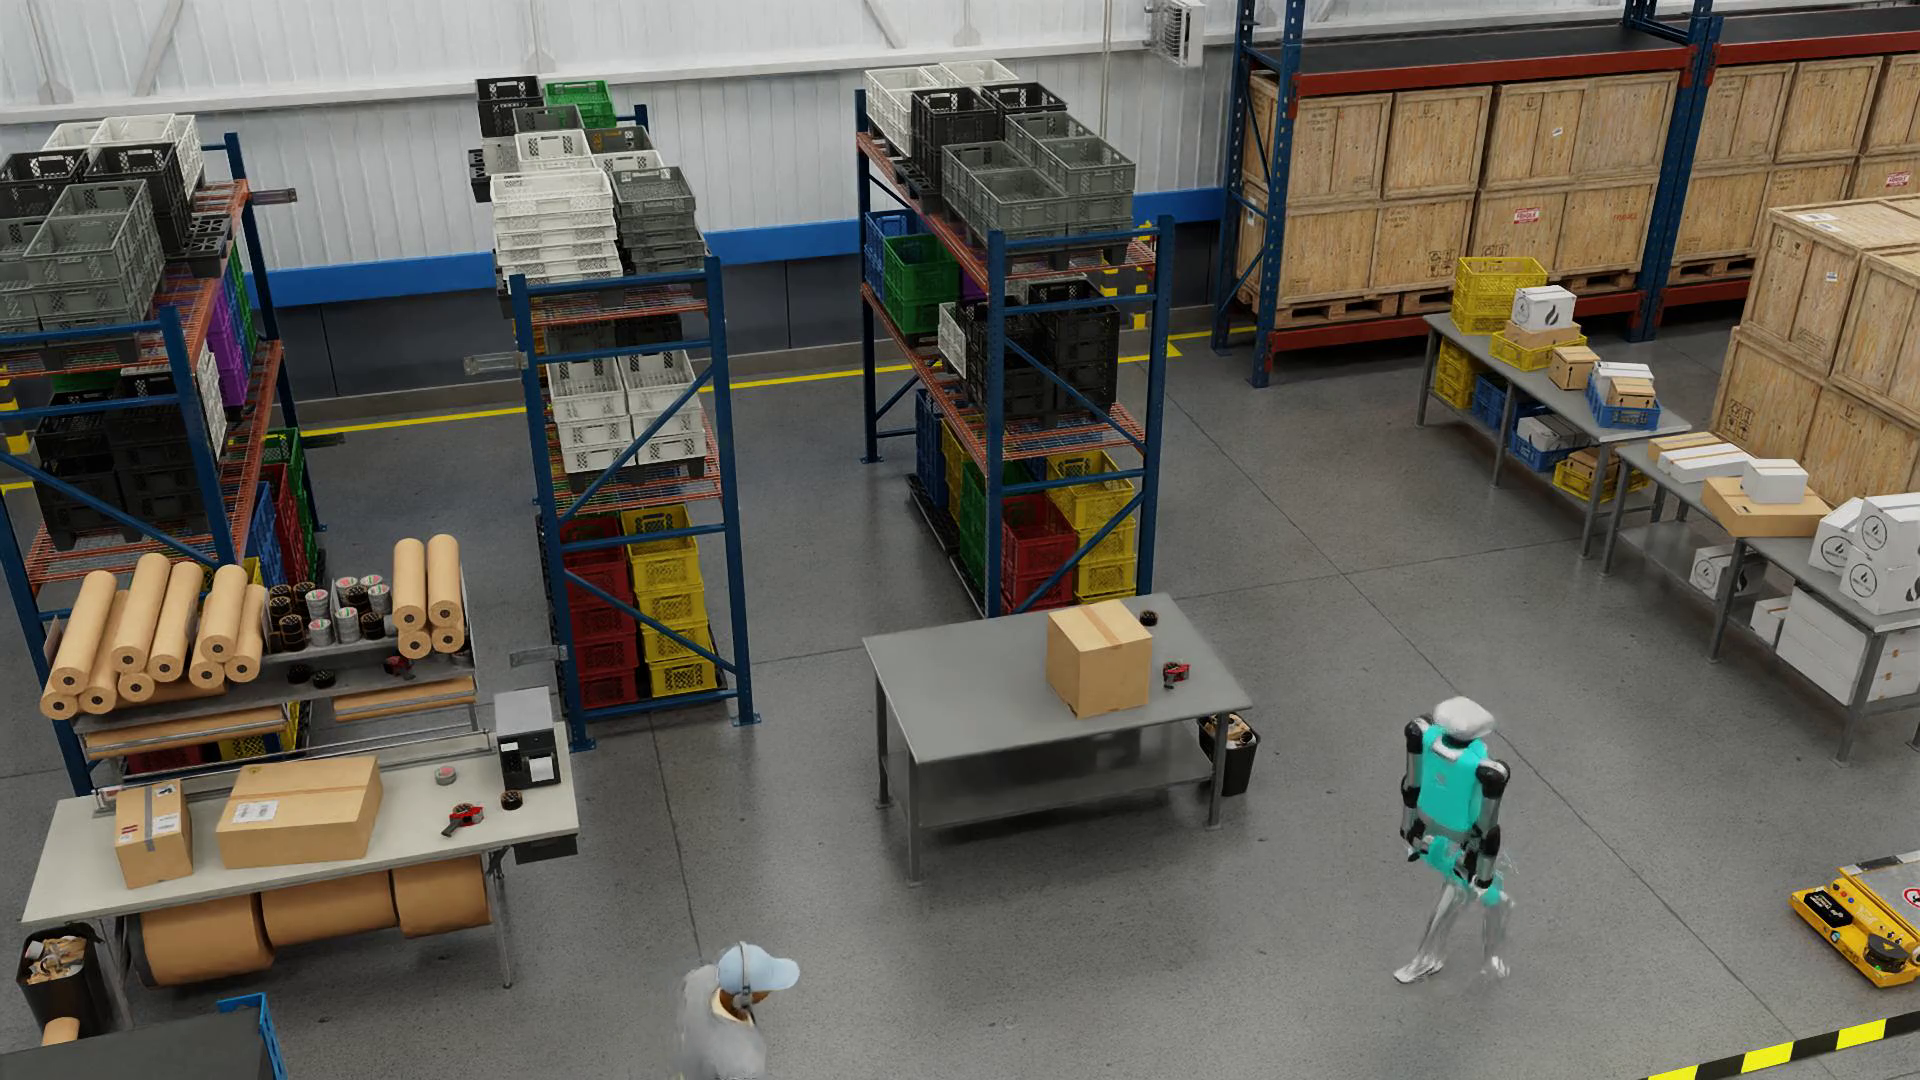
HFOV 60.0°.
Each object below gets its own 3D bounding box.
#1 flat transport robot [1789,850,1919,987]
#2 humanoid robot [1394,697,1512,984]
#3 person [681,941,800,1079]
[{"bbox_3d":[5.163,1.916,8.676,1.431,0.231,0.659,-8,30,-14],"label":"flat transport robot"},{"bbox_3d":[2.474,1.459,8.040,0.841,1.822,0.535,-21,35,-33],"label":"humanoid robot"},{"bbox_3d":[-0.844,2.250,6.453,0.490,1.825,0.629,-11,31,-19],"label":"person"}]
